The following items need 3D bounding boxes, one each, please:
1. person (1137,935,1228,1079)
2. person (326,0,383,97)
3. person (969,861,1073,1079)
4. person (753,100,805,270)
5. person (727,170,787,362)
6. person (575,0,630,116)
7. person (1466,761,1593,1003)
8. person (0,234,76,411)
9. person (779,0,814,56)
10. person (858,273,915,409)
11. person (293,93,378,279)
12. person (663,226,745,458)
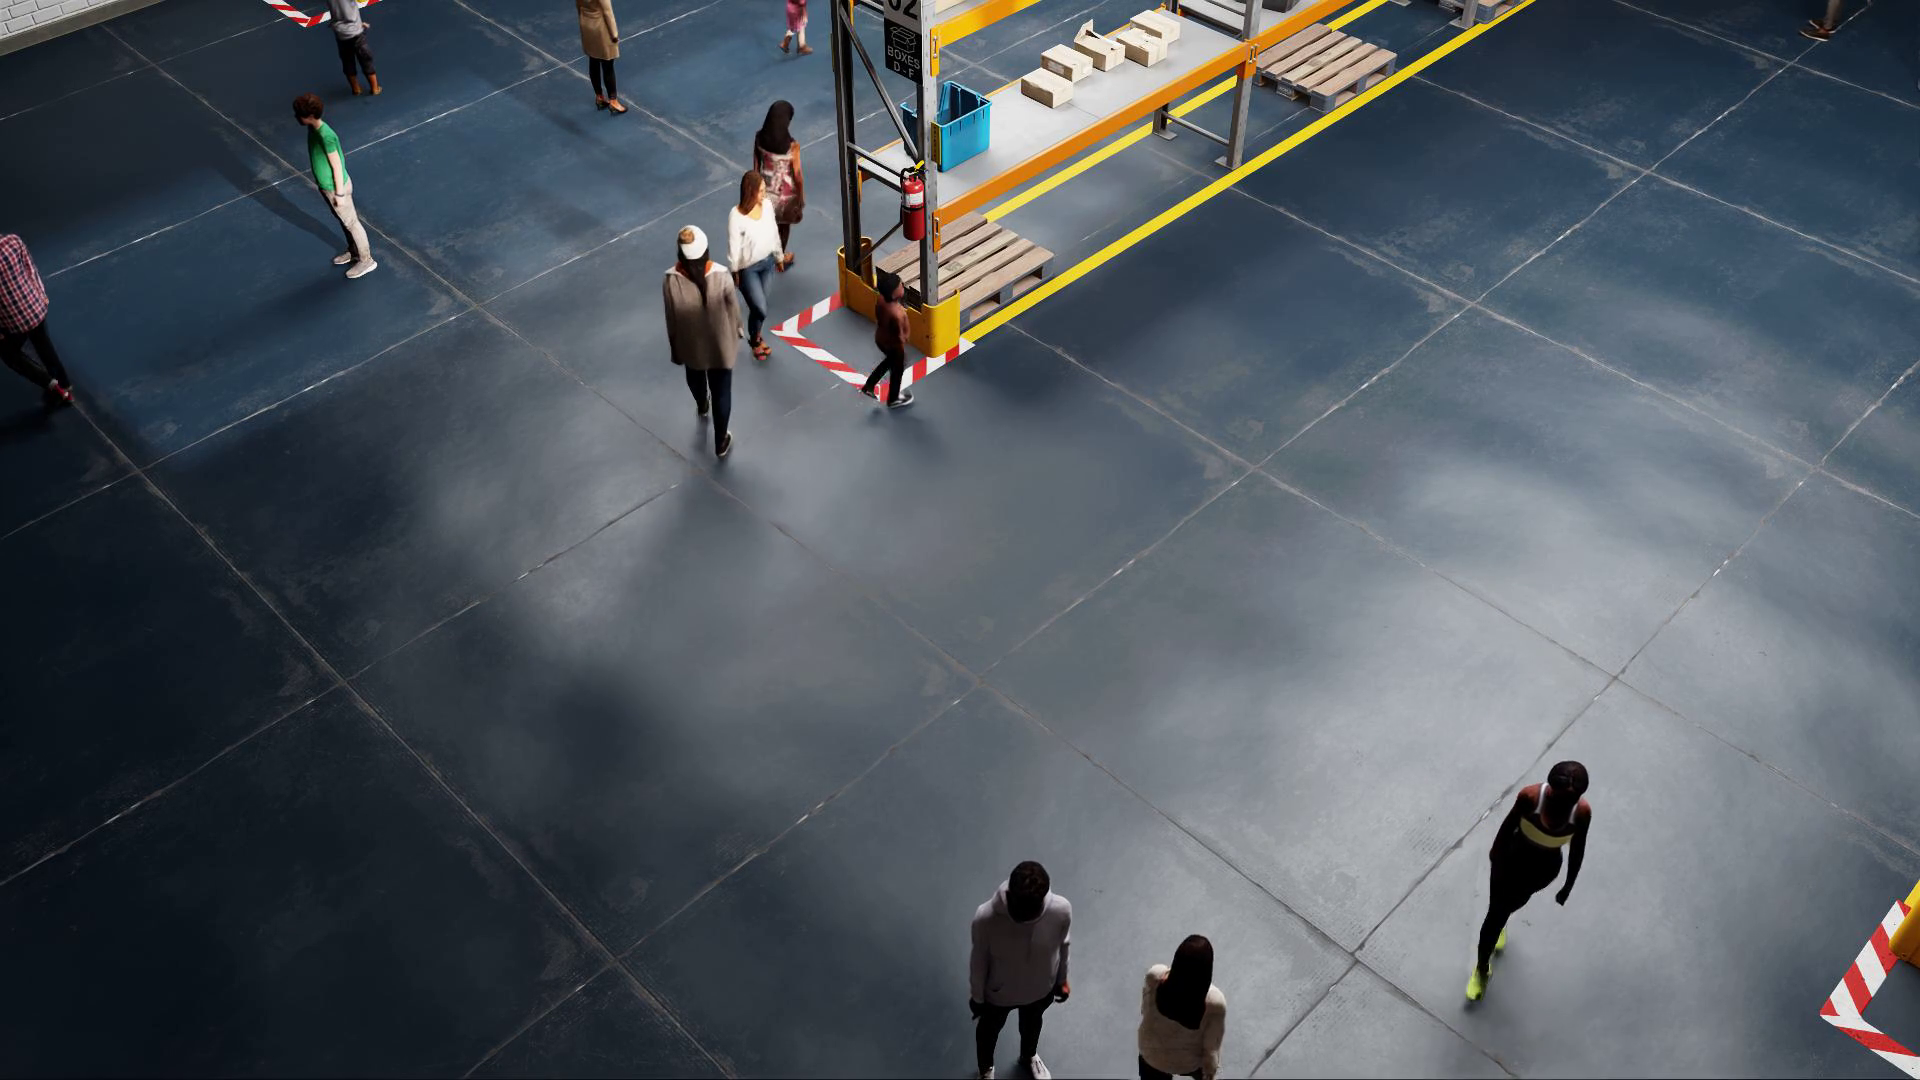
[{"bbox_3d":[1.019,2.570,8.135,0.865,1.635,1.195,19,47,19],"label":"person"},{"bbox_3d":[-6.003,-5.057,16.270,0.649,1.456,0.701,2,44,2],"label":"person"},{"bbox_3d":[0.281,2.185,8.324,0.715,1.930,0.834,-11,45,-11],"label":"person"},{"bbox_3d":[-1.544,-2.854,13.839,0.832,1.619,0.975,14,45,15],"label":"person"},{"bbox_3d":[-1.673,-2.190,13.107,0.683,1.667,0.536,34,53,30],"label":"person"},{"bbox_3d":[-3.471,-4.886,15.928,0.657,1.681,0.546,30,51,28],"label":"person"},{"bbox_3d":[3.084,1.677,9.003,0.826,1.730,0.997,13,45,13],"label":"person"},{"bbox_3d":[-7.060,-1.704,12.534,0.872,1.755,0.738,17,46,17],"label":"person"},{"bbox_3d":[-1.707,-5.409,16.959,0.603,1.015,0.457,-29,51,-27],"label":"person"},{"bbox_3d":[-0.587,-1.492,12.682,0.745,1.244,0.644,-19,47,-19],"label":"person"},{"bbox_3d":[-5.249,-2.997,13.966,0.564,1.651,0.622,-27,50,-26],"label":"person"},{"bbox_3d":[-1.887,-1.417,12.156,1.051,1.862,1.127,2,44,2],"label":"person"}]
